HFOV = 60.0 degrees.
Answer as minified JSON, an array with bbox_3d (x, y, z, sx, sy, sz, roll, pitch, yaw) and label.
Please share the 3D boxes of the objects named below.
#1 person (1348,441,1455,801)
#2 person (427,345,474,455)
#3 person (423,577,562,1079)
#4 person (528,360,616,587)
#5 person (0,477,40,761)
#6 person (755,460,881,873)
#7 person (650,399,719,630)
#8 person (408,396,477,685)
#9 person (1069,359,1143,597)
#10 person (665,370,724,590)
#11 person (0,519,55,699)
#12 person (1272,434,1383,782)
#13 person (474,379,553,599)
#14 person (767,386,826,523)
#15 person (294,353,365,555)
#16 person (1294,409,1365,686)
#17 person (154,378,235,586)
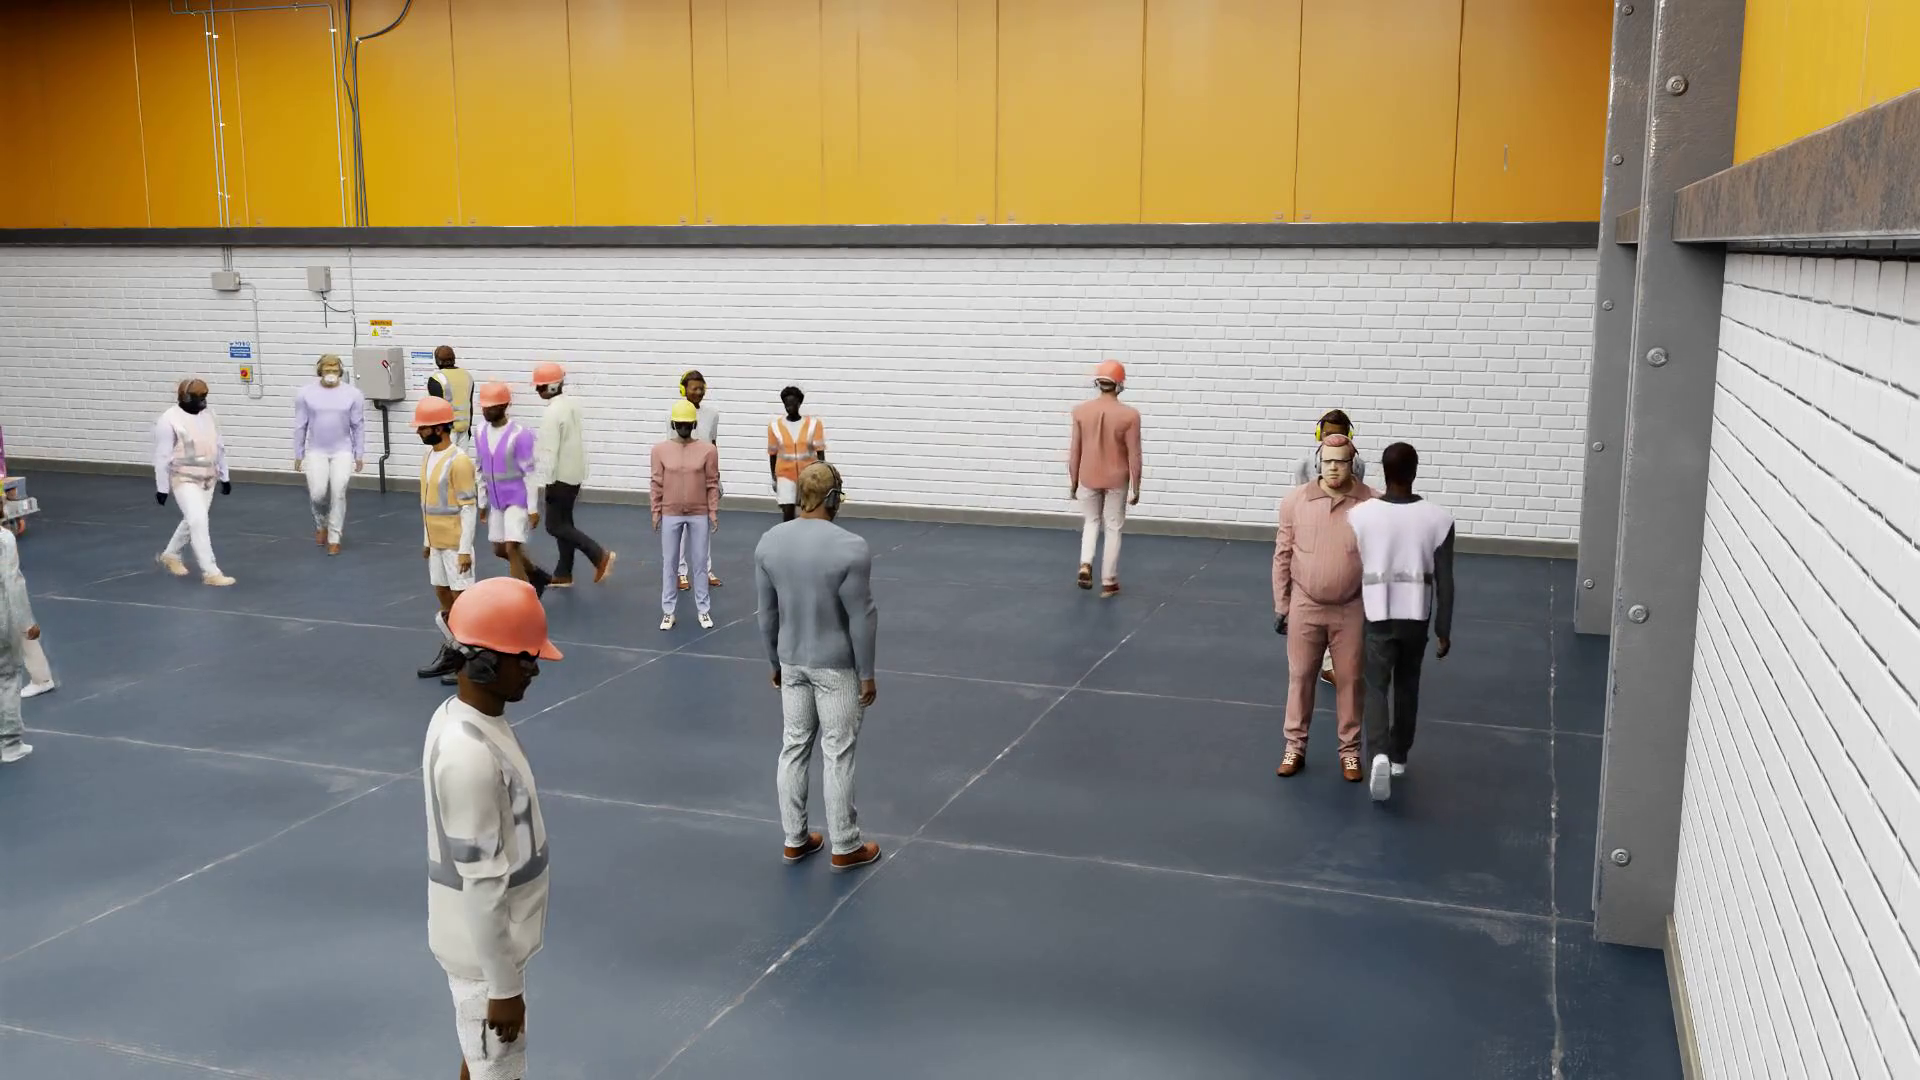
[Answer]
[{"bbox_3d":[2.342,0.423,8.917,0.590,1.886,0.892,1,10,7],"label":"person"},{"bbox_3d":[-5.578,-1.206,18.178,0.429,1.839,0.634,5,11,24],"label":"person"},{"bbox_3d":[-1.271,1.105,4.618,0.389,2.034,0.605,-3,11,-19],"label":"person"},{"bbox_3d":[-3.283,-0.537,14.056,0.690,1.969,0.647,2,10,9],"label":"person"},{"bbox_3d":[-5.394,0.443,9.254,0.553,1.700,0.589,1,10,6],"label":"person"},{"bbox_3d":[-0.654,0.593,7.786,0.628,1.935,0.373,5,11,28],"label":"person"},{"bbox_3d":[-2.094,-0.193,12.680,0.524,1.769,0.309,-2,10,-10],"label":"person"},{"bbox_3d":[-3.436,0.004,11.104,0.376,1.933,0.545,-10,14,-43],"label":"person"},{"bbox_3d":[1.223,-0.508,13.829,0.643,1.981,0.465,4,11,23],"label":"person"},{"bbox_3d":[-2.263,-0.516,14.203,0.513,1.875,0.328,-7,12,-35],"label":"person"},{"bbox_3d":[-6.233,0.271,10.531,0.538,1.585,0.851,9,13,41],"label":"person"},{"bbox_3d":[2.028,0.371,9.111,0.643,1.909,0.410,3,10,15],"label":"person"},{"bbox_3d":[-3.482,-0.325,13.035,0.566,1.911,0.730,6,11,29],"label":"person"},{"bbox_3d":[-1.493,-0.595,15.247,0.534,1.662,0.841,-1,10,-6],"label":"person"},{"bbox_3d":[-5.956,-0.815,15.753,0.659,1.918,0.481,-4,11,-21],"label":"person"},{"bbox_3d":[2.428,0.068,10.941,0.521,1.864,0.335,-2,10,-12],"label":"person"},{"bbox_3d":[-6.706,-0.507,14.393,0.876,1.809,0.657,3,10,16],"label":"person"}]
